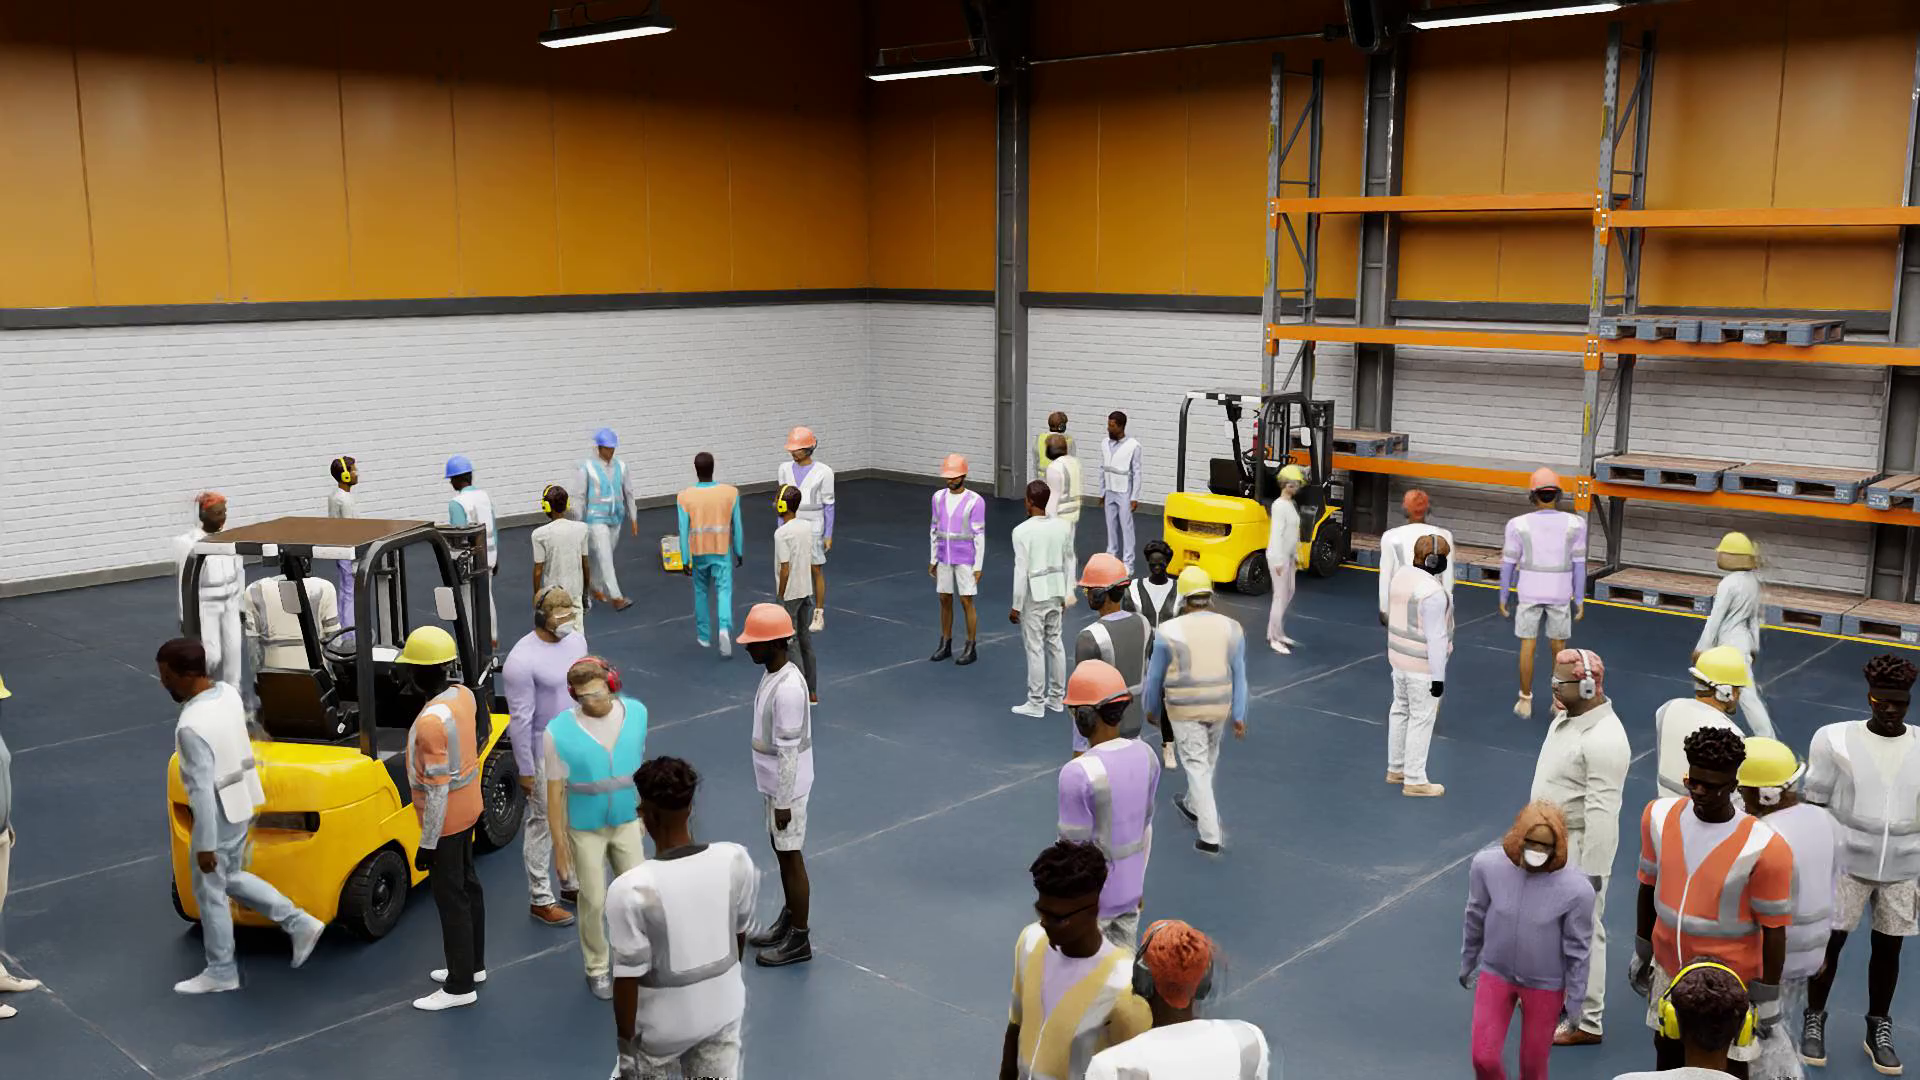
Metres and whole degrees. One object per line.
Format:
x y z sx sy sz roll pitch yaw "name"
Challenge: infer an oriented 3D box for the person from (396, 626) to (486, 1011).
-2.570 1.371 8.258 0.370 1.929 0.585 0 10 -1 "person"

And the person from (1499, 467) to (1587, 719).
4.654 0.434 13.283 0.630 2.036 0.402 2 10 12 "person"

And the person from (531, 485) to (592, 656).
-3.255 0.473 13.592 0.516 1.858 0.336 -8 13 -37 "person"

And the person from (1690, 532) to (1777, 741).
5.689 0.788 12.258 0.934 1.691 0.496 9 14 43 "person"

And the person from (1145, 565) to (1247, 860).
1.461 1.044 10.515 0.587 1.779 0.908 -4 11 -19 "person"

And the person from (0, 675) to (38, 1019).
-4.792 1.462 8.206 0.329 1.765 0.533 -2 10 -11 "person"

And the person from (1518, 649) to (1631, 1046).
2.917 1.445 7.934 0.398 1.900 0.649 1 10 5 "person"

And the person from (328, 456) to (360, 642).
-5.611 0.161 15.302 0.328 1.876 0.514 -7 12 -34 "person"

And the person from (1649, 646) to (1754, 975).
3.707 1.418 8.311 0.403 1.819 0.601 -2 10 -13 "person"

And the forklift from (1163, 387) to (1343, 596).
3.298 -0.608 18.767 1.214 2.155 2.313 9 13 42 "forklift"

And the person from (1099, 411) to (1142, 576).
1.844 -0.533 19.137 0.389 1.916 0.590 -8 13 -40 "person"

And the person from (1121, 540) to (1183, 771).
1.415 0.829 11.999 0.536 1.697 0.322 1 10 5 "person"

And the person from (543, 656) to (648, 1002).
-1.792 1.429 8.259 0.587 1.806 0.450 -8 12 -37 "person"

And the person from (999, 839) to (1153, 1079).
0.360 1.877 5.371 0.860 1.933 0.624 -7 12 -33 "person"

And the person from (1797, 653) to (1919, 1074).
4.165 1.468 7.598 0.612 1.964 0.363 3 10 15 "person"

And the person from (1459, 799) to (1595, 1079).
2.273 1.797 6.727 0.523 1.609 0.410 5 11 29 "person"

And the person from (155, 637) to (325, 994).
-3.635 1.381 8.323 0.650 1.885 0.663 -1 10 -5 "person"

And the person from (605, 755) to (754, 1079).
-1.088 1.723 6.201 0.624 1.939 0.726 -7 12 -36 "person"

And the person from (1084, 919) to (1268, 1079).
0.553 2.003 4.836 0.728 1.856 0.730 -4 11 -24 "person"

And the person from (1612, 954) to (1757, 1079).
2.015 2.052 4.591 0.513 1.860 0.325 4 11 22 "person"

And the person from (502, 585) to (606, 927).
-2.268 1.190 9.302 0.382 1.929 0.636 5 11 24 "person"

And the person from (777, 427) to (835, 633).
-1.530 -0.098 16.315 0.605 2.037 0.394 4 11 21 "person"

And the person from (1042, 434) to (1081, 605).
1.071 -0.203 17.537 0.489 1.830 0.661 5 11 26 "person"

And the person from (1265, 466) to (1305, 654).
3.007 0.185 15.585 0.348 1.735 0.568 5 11 27 "person"

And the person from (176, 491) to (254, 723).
-5.936 0.532 13.196 0.593 1.867 0.586 5 11 28 "person"

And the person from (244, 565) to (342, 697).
-4.452 0.860 11.170 0.594 1.926 0.367 -2 10 -12 "person"

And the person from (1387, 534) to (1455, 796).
3.176 0.859 11.469 0.429 1.830 0.635 -2 10 -12 "person"

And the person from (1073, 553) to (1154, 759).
0.847 1.083 9.622 0.602 2.035 0.404 -9 14 -43 "person"

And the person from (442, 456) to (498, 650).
-4.435 0.168 15.242 0.557 1.899 0.781 2 10 12 "person"

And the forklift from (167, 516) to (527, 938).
-3.583 0.976 9.748 1.214 2.155 2.313 2 10 11 "forklift"

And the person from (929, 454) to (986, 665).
-0.038 0.175 15.082 0.549 1.928 0.388 6 12 31 "person"

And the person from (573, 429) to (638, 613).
-3.673 -0.214 17.384 1.014 1.889 0.642 10 14 44 "person"

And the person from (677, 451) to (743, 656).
-2.321 0.119 15.506 0.600 1.892 0.859 -2 10 -10 "person"

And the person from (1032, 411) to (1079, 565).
1.159 -0.609 19.782 0.626 1.844 0.429 8 13 39 "person"

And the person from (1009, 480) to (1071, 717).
0.651 0.475 13.397 0.590 1.917 0.394 -9 13 -41 "person"

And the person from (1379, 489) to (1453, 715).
3.645 0.525 13.291 0.583 1.860 0.632 1 10 4 "person"

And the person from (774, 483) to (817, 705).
-1.370 0.470 13.556 0.319 1.870 0.521 5 11 25 "person"

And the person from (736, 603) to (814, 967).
-0.971 1.279 8.788 0.389 1.930 0.544 -3 10 -14 "person"

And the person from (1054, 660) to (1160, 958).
0.588 1.516 7.163 0.409 2.028 0.618 8 13 40 "person"

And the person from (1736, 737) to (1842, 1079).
3.316 1.686 6.831 0.626 1.796 0.419 -7 12 -34 "person"

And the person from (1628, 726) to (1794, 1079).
2.921 1.667 6.526 0.395 1.954 0.620 -6 12 -32 "person"
